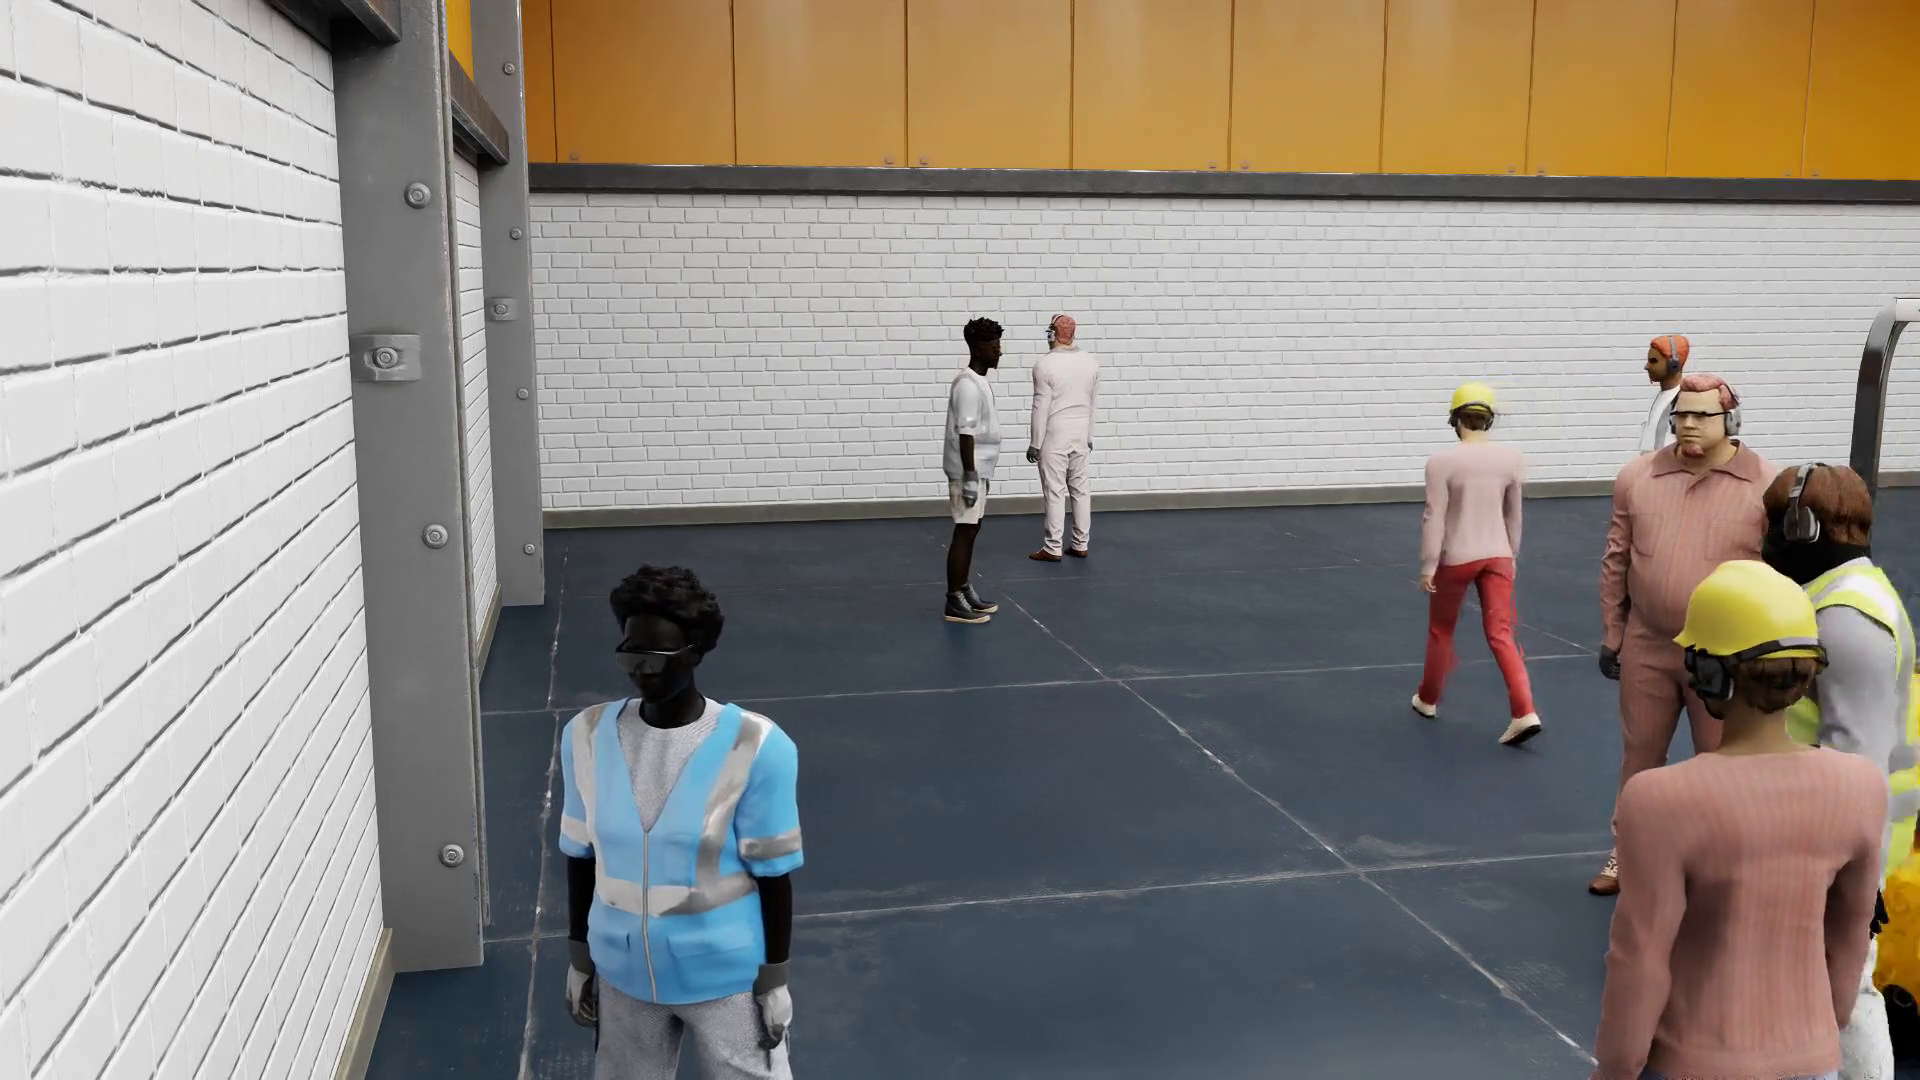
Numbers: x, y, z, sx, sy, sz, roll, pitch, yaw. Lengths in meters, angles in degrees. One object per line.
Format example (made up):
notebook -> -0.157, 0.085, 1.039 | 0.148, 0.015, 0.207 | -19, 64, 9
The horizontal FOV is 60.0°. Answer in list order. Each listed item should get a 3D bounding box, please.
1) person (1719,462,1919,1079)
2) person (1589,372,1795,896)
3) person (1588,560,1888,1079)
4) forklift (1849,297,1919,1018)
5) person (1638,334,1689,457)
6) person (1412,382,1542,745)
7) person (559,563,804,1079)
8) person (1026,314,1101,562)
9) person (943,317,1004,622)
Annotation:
person -> 1.959, 0.719, 4.058 | 0.834, 1.799, 0.657 | 5, 10, 27
person -> 2.560, 0.367, 5.847 | 0.644, 1.907, 0.399 | 8, 12, 39
person -> 1.358, 0.912, 2.963 | 0.536, 1.767, 0.324 | -2, 10, -12
forklift -> 3.542, 0.334, 5.177 | 2.313, 2.155, 1.214 | -9, 13, -43
person -> 4.119, -0.256, 9.712 | 0.337, 1.883, 0.584 | 1, 9, 7
person -> 2.499, 0.103, 8.041 | 0.565, 1.713, 0.904 | -2, 9, -11
person -> -0.571, 0.876, 3.401 | 0.531, 1.692, 0.320 | 3, 10, 15
person -> 0.773, -0.784, 12.857 | 0.639, 1.911, 0.406 | -7, 12, -37
person -> 0.091, -0.453, 10.708 | 0.398, 1.955, 0.606 | 2, 9, 10
